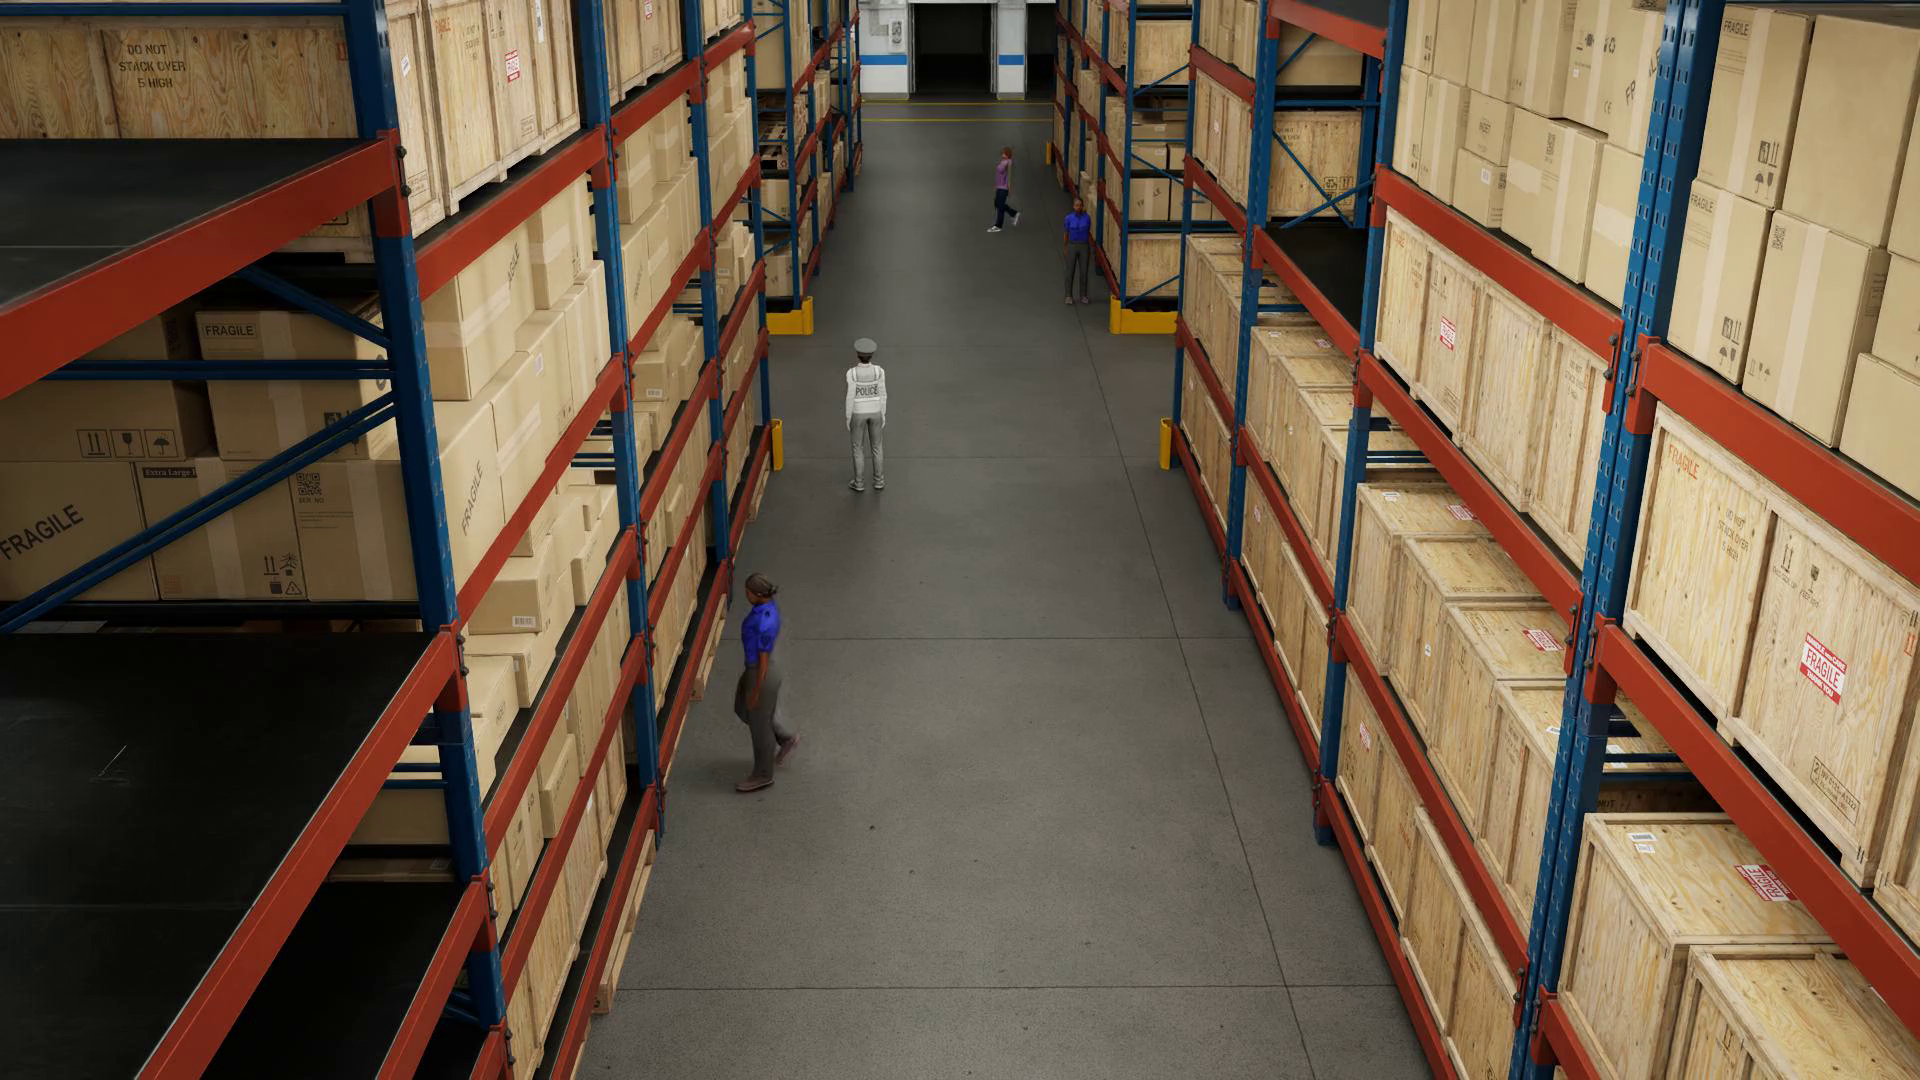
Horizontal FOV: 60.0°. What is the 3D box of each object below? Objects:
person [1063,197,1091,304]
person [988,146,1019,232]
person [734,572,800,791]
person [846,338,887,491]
[{"bbox_3d":[1.865,-4.573,26.257,0.440,1.659,0.345,-4,22,-10],"label":"person"},{"bbox_3d":[0.838,-6.699,31.719,0.687,1.592,0.423,-6,22,-15],"label":"person"},{"bbox_3d":[-1.427,1.004,12.085,0.506,1.660,0.465,-3,22,-8],"label":"person"},{"bbox_3d":[-1.025,-1.361,18.073,0.459,1.693,0.364,-7,22,-16],"label":"person"}]
